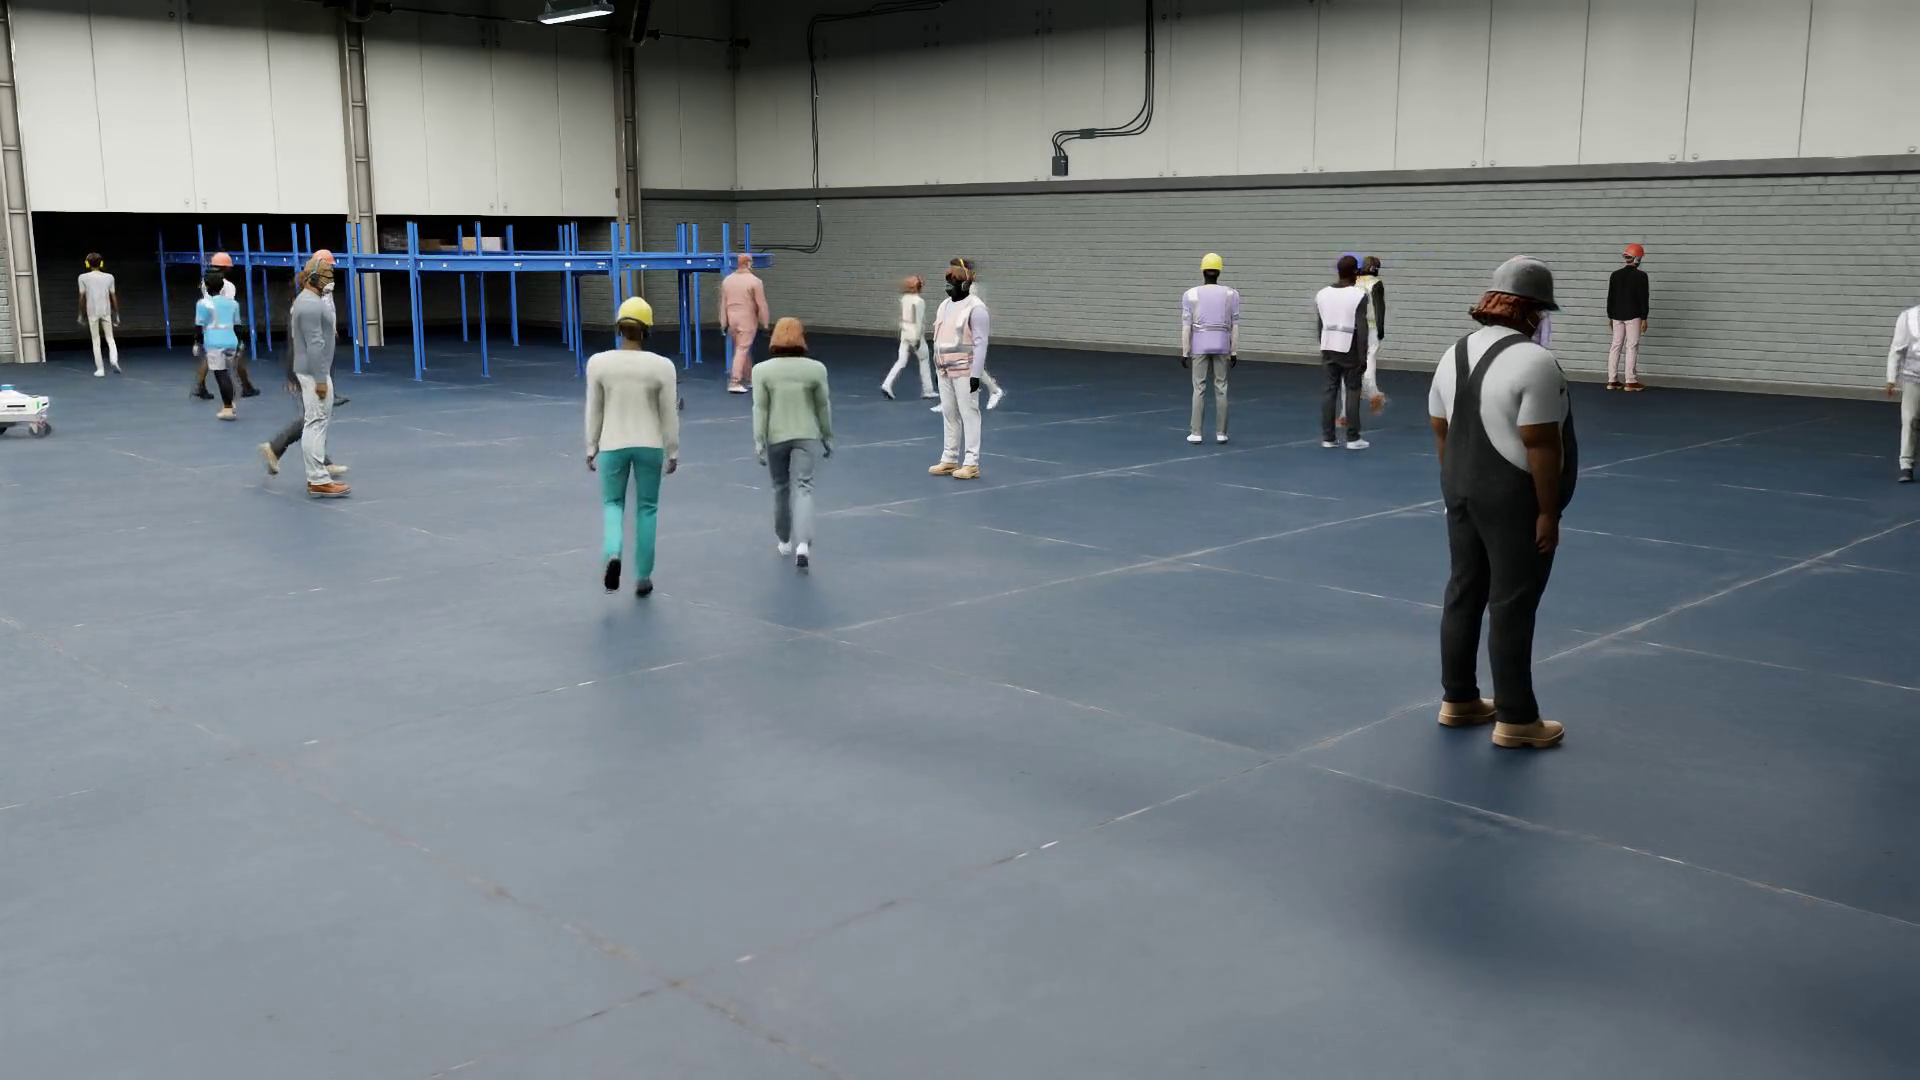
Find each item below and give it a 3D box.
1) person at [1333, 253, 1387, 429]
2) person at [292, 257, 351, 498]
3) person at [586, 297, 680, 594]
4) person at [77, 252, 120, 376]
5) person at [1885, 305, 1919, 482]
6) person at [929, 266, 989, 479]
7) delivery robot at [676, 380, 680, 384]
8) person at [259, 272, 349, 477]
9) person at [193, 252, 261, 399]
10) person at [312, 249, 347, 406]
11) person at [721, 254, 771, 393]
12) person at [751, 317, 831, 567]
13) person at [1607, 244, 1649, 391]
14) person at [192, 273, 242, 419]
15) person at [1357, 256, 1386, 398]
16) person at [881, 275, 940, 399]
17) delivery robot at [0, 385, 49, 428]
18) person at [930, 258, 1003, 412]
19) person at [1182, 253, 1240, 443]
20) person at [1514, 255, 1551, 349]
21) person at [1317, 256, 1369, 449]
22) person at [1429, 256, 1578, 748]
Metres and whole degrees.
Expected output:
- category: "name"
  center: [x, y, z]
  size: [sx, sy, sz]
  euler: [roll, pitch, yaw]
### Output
- category: "person"
  center: [4.368, -2.189, 18.303]
  size: [0.592, 1.925, 0.614]
  euler: [2, 11, 10]
- category: "person"
  center: [-5.237, -1.329, 13.573]
  size: [0.379, 1.932, 0.629]
  euler: [-4, 11, -22]
- category: "person"
  center: [-1.912, -0.536, 9.713]
  size: [0.549, 1.750, 0.473]
  euler: [-1, 10, -4]
- category: "person"
  center: [-12.972, -3.392, 25.016]
  size: [0.549, 1.861, 0.482]
  euler: [-8, 13, -38]
- category: "person"
  center: [8.241, -1.375, 14.169]
  size: [0.631, 1.803, 0.520]
  euler: [5, 12, 25]
- category: "person"
  center: [-0.021, -1.473, 14.599]
  size: [0.429, 1.846, 0.626]
  euler: [-8, 13, -38]
- category: "delivery robot"
  center: [-3.630, -1.994, 20.109]
  size: [0.335, 0.223, 0.698]
  euler: [3, 11, 14]
- category: "person"
  center: [-5.717, -1.418, 14.377]
  size: [0.691, 1.823, 0.542]
  euler: [-7, 12, -33]
- category: "person"
  center: [-9.610, -2.786, 21.625]
  size: [0.544, 1.899, 0.976]
  euler: [4, 11, 19]
- category: "person"
  center: [-7.911, -2.648, 20.757]
  size: [0.373, 1.935, 0.558]
  euler: [-4, 11, -22]
- category: "person"
  center: [-2.872, -2.939, 22.563]
  size: [0.668, 1.850, 0.991]
  euler: [7, 12, 32]
- category: "person"
  center: [-1.086, -0.644, 10.755]
  size: [0.506, 1.595, 0.855]
  euler: [-1, 10, -6]
- category: "person"
  center: [9.175, -3.057, 22.819]
  size: [0.386, 1.992, 0.624]
  euler: [-6, 12, -30]
- category: "person"
  center: [-8.592, -2.237, 19.219]
  size: [0.540, 1.680, 0.550]
  euler: [5, 11, 23]
- category: "person"
  center: [5.320, -2.771, 21.698]
  size: [0.430, 1.838, 0.619]
  euler: [-6, 12, -28]
- category: "person"
  center: [-0.650, -2.625, 21.526]
  size: [0.821, 1.608, 0.508]
  euler: [-8, 13, -36]
- category: "delivery robot"
  center: [-10.038, -1.396, 17.556]
  size: [0.707, 0.478, 0.477]
  euler: [-2, 11, -12]
- category: "person"
  center: [0.100, -2.475, 20.085]
  size: [0.852, 1.847, 0.521]
  euler: [-5, 11, -24]
- category: "person"
  center: [2.547, -1.951, 16.979]
  size: [0.588, 1.927, 0.370]
  euler: [0, 10, -1]
- category: "person"
  center: [5.779, -1.990, 17.266]
  size: [0.637, 1.902, 0.406]
  euler: [2, 11, 9]
- category: "person"
  center: [3.821, -1.868, 16.599]
  size: [0.465, 1.908, 0.608]
  euler: [-9, 14, -41]
- category: "person"
  center: [2.325, -0.161, 7.022]
  size: [0.536, 2.000, 0.673]
  euler: [-4, 11, -21]
